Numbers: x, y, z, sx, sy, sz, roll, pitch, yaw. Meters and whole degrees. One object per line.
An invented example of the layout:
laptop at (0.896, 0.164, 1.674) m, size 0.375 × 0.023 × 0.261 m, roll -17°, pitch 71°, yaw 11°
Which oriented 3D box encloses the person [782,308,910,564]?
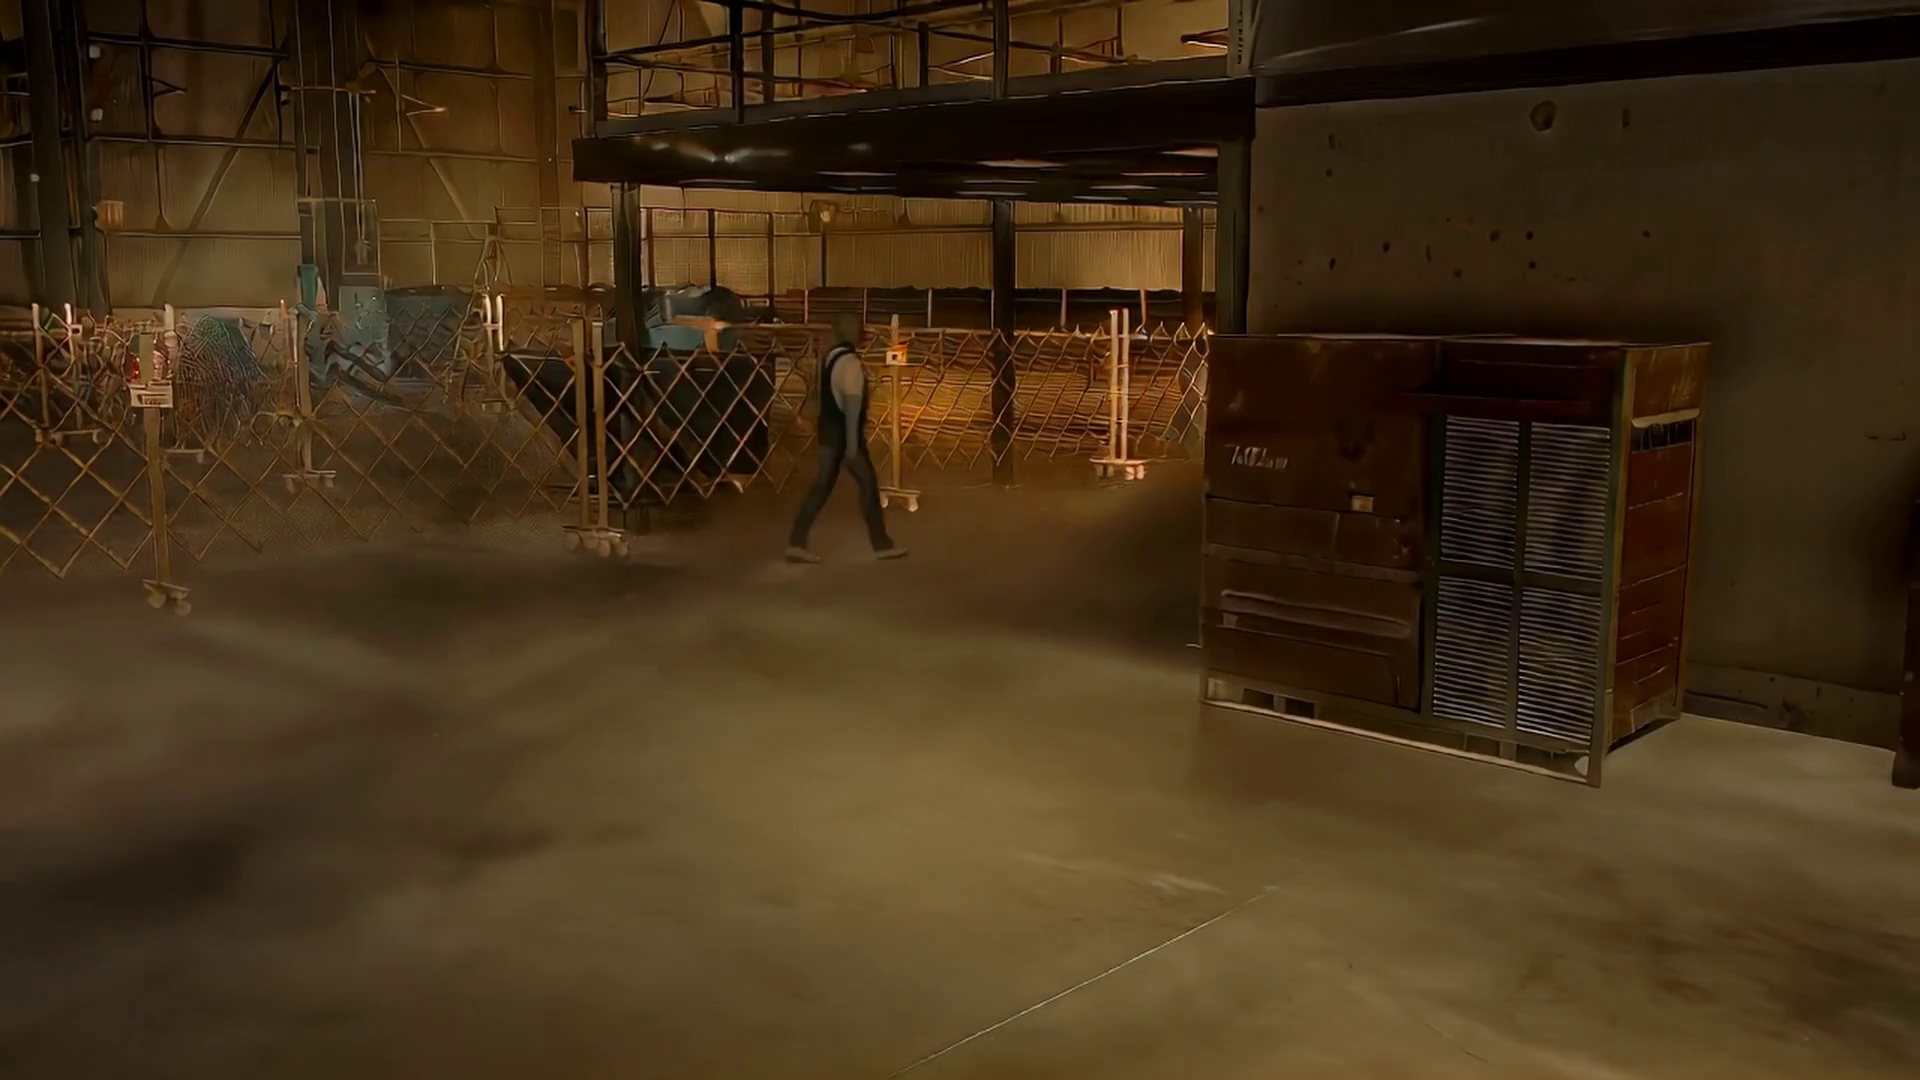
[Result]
person at (-0.841, -0.719, 11.667) m, size 0.948 × 1.809 × 0.530 m, roll -6°, pitch 11°, yaw -32°
